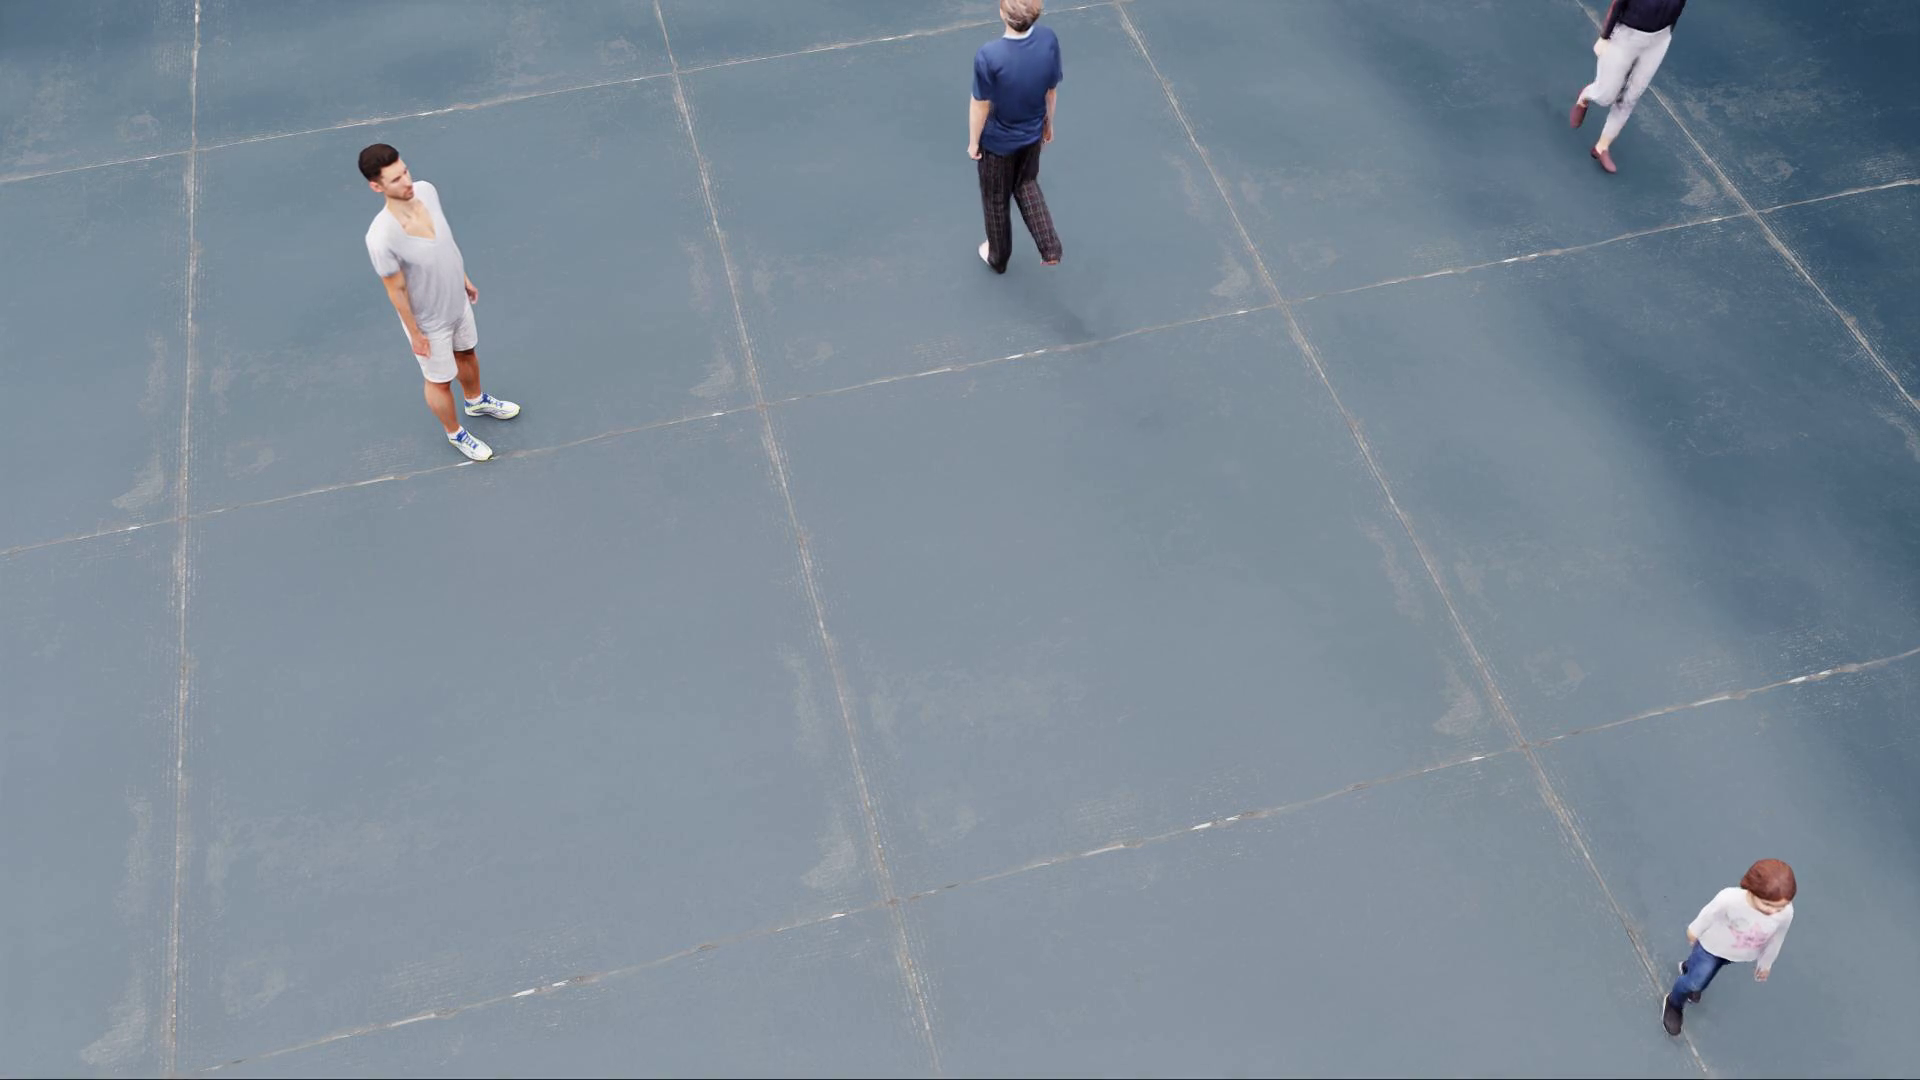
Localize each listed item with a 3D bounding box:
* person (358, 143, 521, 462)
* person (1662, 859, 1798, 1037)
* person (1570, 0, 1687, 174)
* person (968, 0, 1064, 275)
[{"bbox_3d":[-2.583,-1.170,8.130,0.827,1.856,0.713,14,54,11],"label":"person"},{"bbox_3d":[3.015,1.513,6.533,0.542,1.096,0.631,3,52,2],"label":"person"},{"bbox_3d":[3.890,-2.905,9.637,0.676,1.598,0.801,-5,52,-4],"label":"person"},{"bbox_3d":[0.326,-2.098,8.849,0.777,1.857,0.870,-24,56,-18],"label":"person"}]
